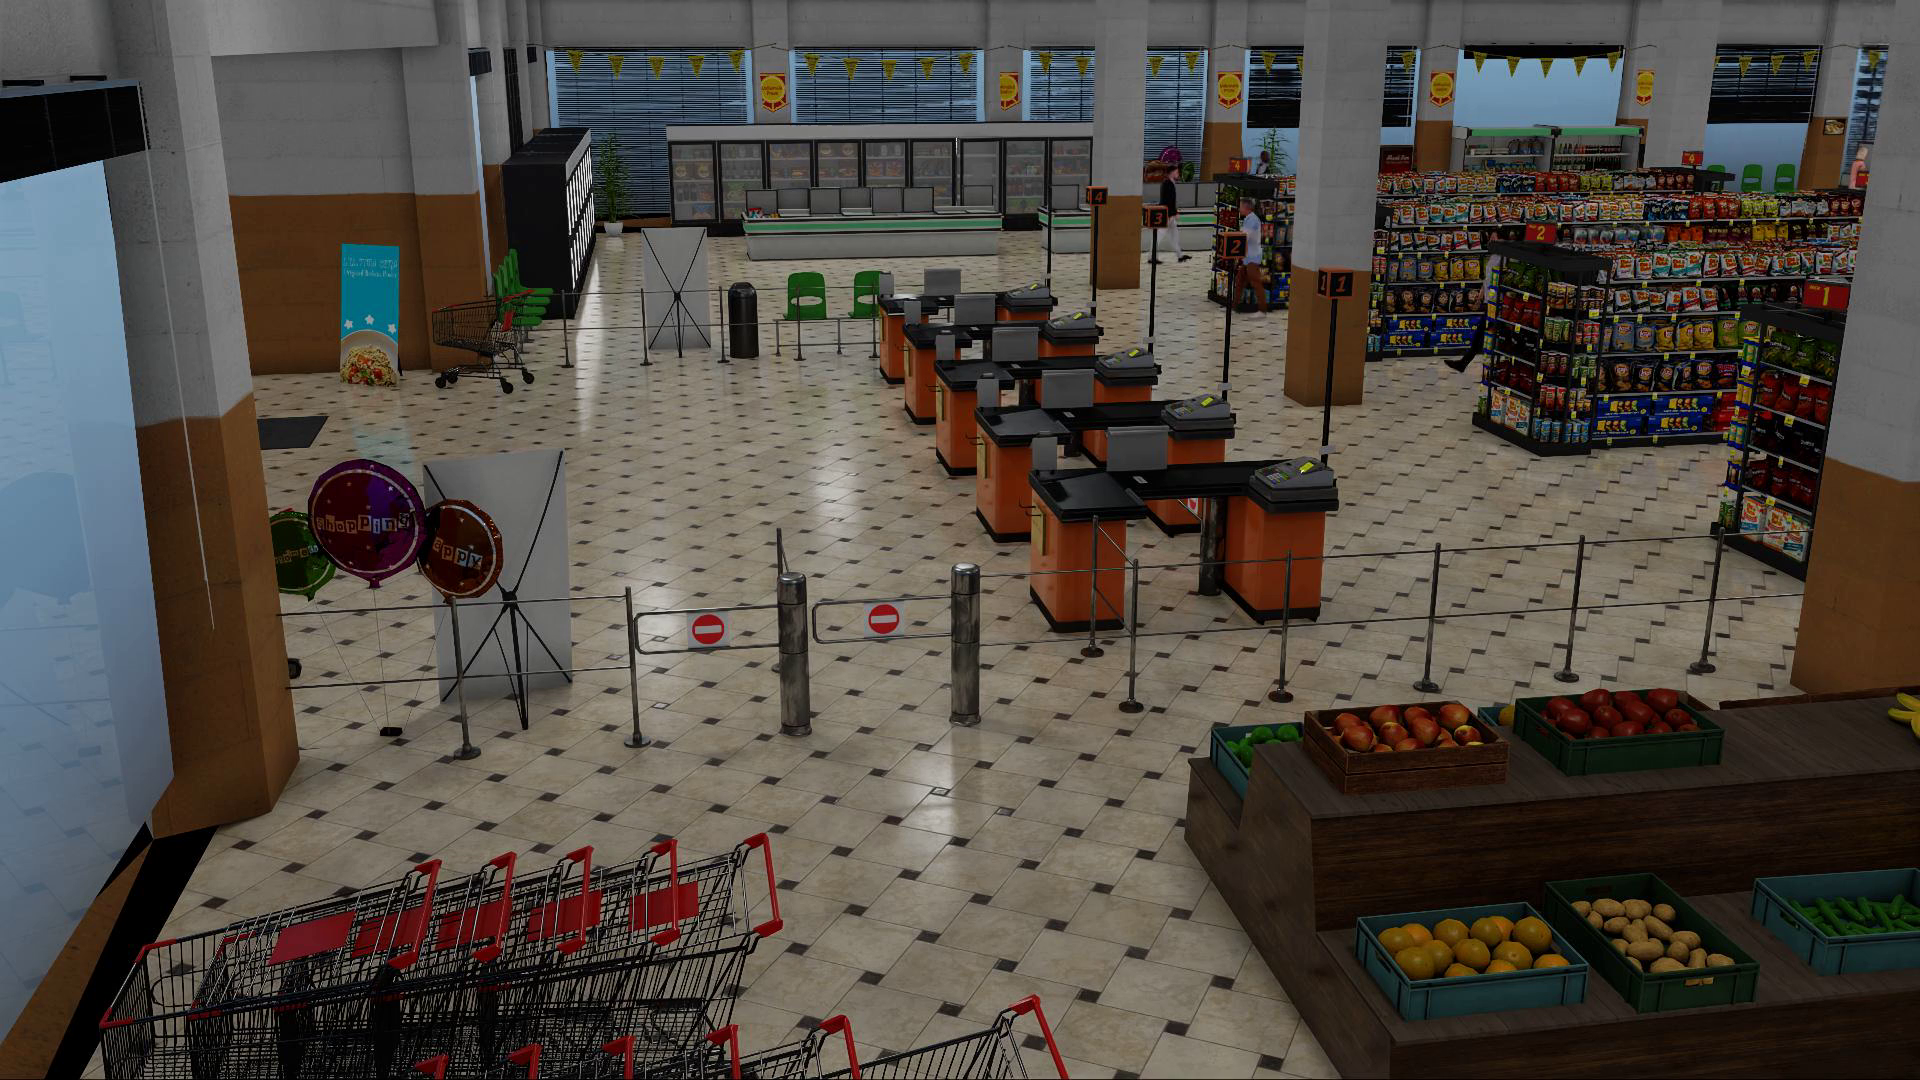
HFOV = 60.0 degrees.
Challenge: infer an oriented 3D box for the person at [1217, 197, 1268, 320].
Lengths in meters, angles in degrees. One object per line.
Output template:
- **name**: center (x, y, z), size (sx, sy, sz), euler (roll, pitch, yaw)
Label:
- **person**: center (4.451, -4.199, 24.926), size (1.120, 1.783, 0.946), euler (2, 17, 8)

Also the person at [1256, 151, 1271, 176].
- **person**: center (6.260, -7.260, 34.959), size (0.878, 1.811, 0.830), euler (5, 18, 16)

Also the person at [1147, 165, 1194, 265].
- **person**: center (3.713, -5.989, 30.790), size (1.164, 1.801, 0.883), euler (2, 17, 5)

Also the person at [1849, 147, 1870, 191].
- **person**: center (20.138, -7.943, 37.357), size (0.555, 1.724, 0.628), euler (-1, 17, -2)

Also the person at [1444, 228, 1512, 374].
- **person**: center (6.738, -2.908, 20.609), size (1.279, 1.821, 0.908), euler (1, 17, 3)
